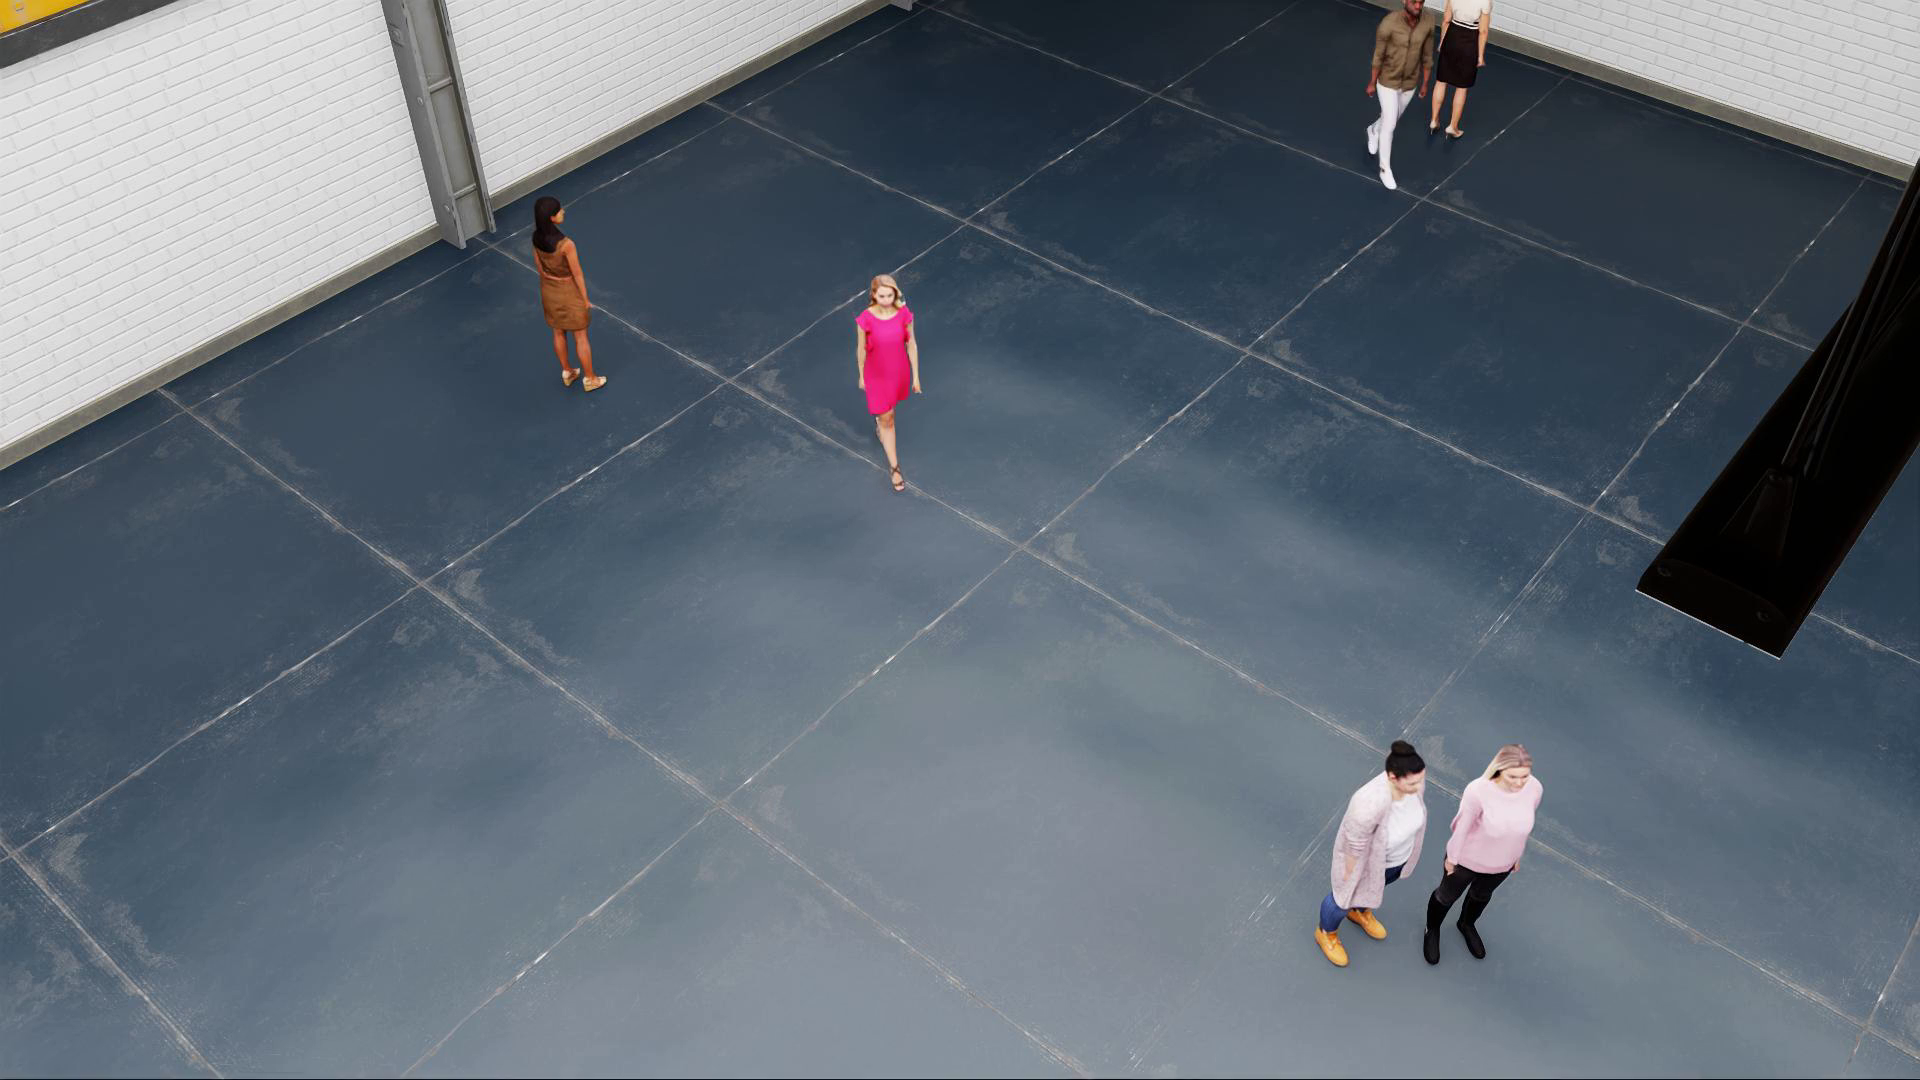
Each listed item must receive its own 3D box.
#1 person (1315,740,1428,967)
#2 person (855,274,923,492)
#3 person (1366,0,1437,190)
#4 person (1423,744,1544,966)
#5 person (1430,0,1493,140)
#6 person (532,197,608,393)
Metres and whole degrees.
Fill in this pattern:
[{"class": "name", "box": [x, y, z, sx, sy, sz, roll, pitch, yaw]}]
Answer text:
[{"class": "person", "box": [2.234, 1.658, 8.998, 0.639, 1.741, 0.802, -27, 50, -26]}, {"class": "person", "box": [-0.546, -1.251, 12.097, 1.042, 1.679, 0.982, -12, 45, -12]}, {"class": "person", "box": [3.945, -4.189, 15.096, 1.186, 1.795, 1.205, -7, 44, -8]}, {"class": "person", "box": [2.831, 1.681, 9.011, 0.675, 1.688, 0.740, -5, 44, -5]}, {"class": "person", "box": [4.673, -4.579, 15.537, 0.641, 1.752, 0.528, 34, 53, 30]}, {"class": "person", "box": [-3.036, -1.869, 12.740, 0.592, 1.686, 0.560, 21, 47, 21]}]
